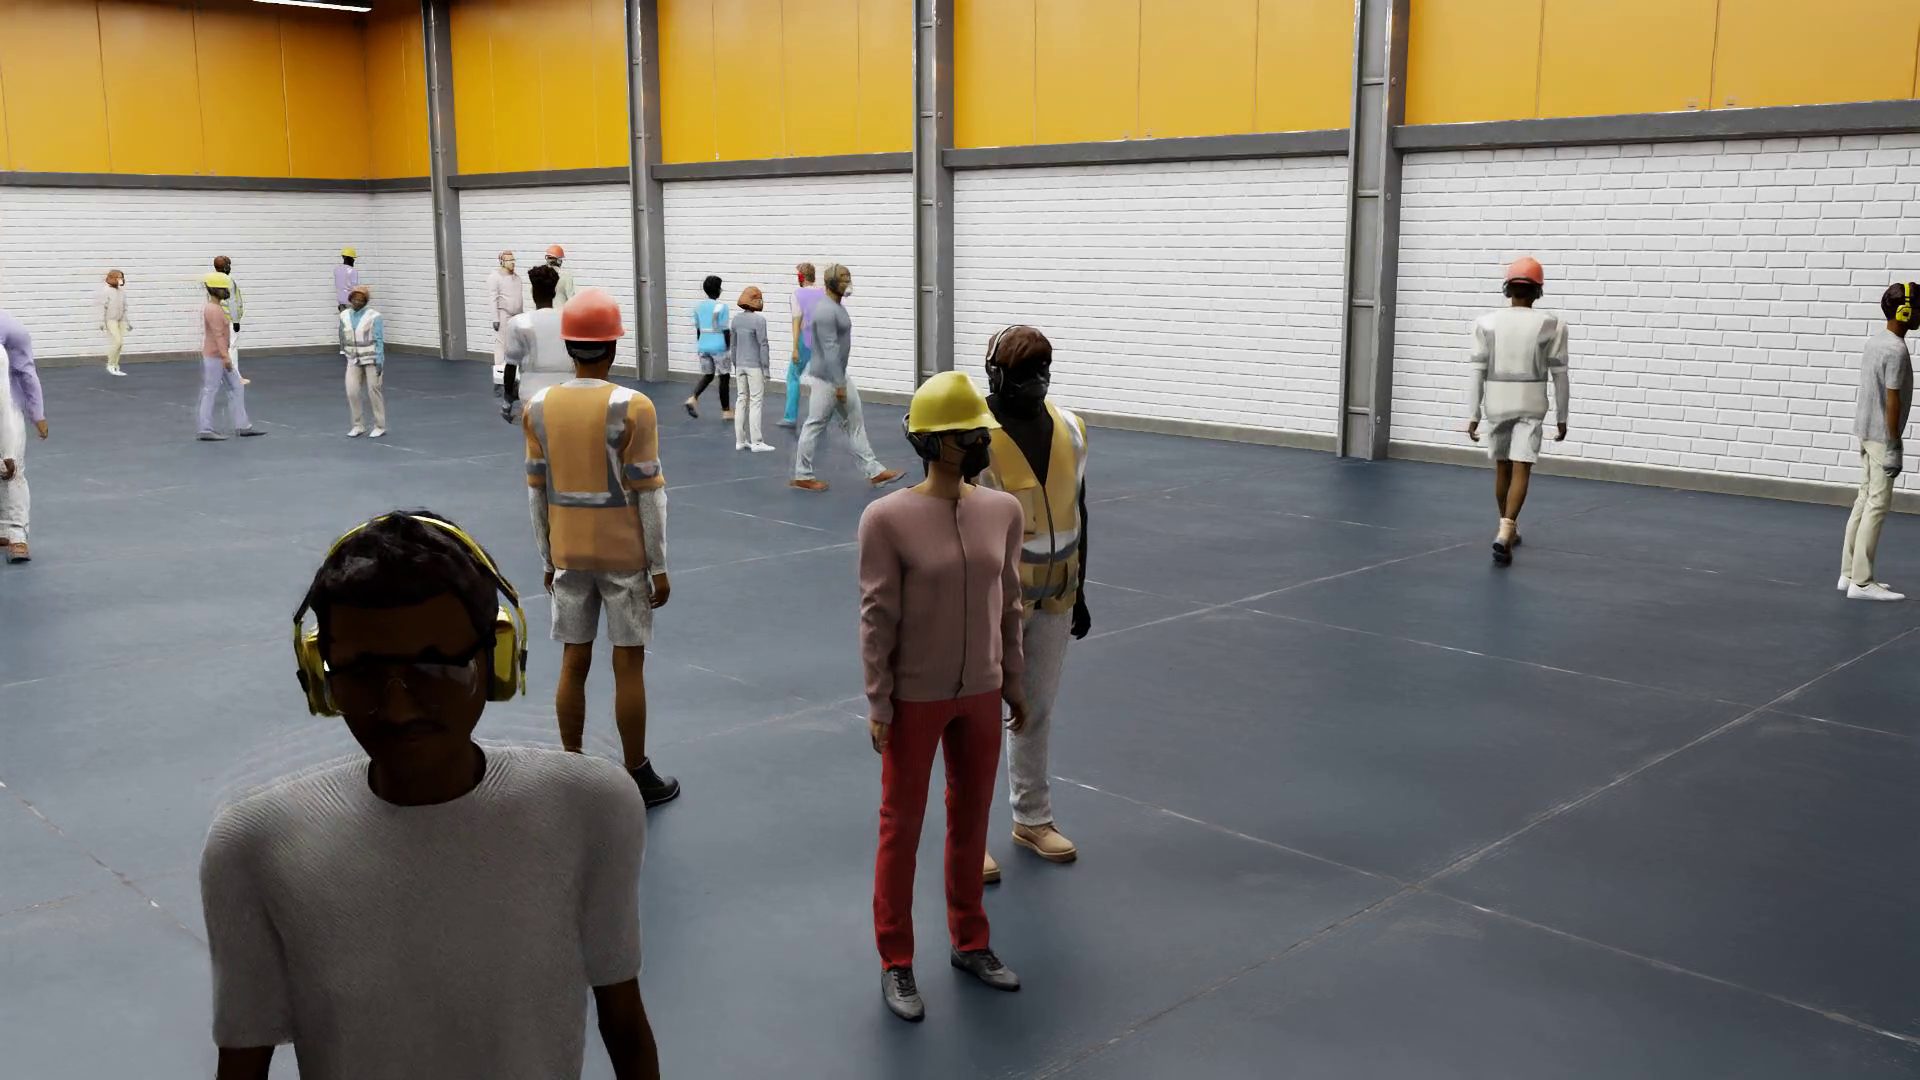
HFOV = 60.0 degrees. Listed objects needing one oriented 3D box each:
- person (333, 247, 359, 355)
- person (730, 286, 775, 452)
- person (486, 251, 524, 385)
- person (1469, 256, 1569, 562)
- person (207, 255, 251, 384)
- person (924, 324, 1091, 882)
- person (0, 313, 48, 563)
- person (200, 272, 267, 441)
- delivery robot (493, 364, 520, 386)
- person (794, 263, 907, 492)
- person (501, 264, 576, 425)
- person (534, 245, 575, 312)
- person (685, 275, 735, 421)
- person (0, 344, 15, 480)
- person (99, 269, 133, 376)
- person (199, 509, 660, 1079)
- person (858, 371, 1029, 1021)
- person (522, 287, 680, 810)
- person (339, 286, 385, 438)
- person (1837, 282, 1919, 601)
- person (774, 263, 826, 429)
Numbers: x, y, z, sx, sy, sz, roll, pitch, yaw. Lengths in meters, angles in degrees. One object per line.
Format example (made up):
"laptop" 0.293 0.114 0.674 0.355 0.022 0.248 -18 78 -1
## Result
"person" -10.878 -4.245 29.633 0.585 1.919 0.388 6 12 30
"person" -2.066 -1.693 16.490 0.507 1.631 0.276 9 14 41
"person" -6.434 -3.162 23.750 0.405 1.909 0.640 5 12 26
"person" 3.684 -0.871 11.017 0.623 2.005 1.021 5 12 27
"person" -10.484 -3.141 23.813 0.632 1.844 0.429 9 13 39
"person" 0.188 0.205 5.574 0.624 1.844 0.430 -7 12 -32
"person" -6.433 -0.809 10.984 0.667 1.902 0.683 0 10 2
"person" -7.611 -1.905 17.330 0.757 1.736 0.556 -3 11 -17
"delivery robot" -5.813 -2.184 21.850 0.707 0.478 0.477 9 14 40
"person" -0.942 -1.316 13.711 0.989 1.889 0.661 2 11 9
"person" -3.031 -1.040 12.171 0.604 1.919 1.022 -8 13 -36
"person" -5.709 -3.168 23.545 0.622 1.992 0.397 3 11 14
"person" -2.826 -2.189 19.047 0.546 1.686 0.608 8 13 38
"person" -5.670 -0.508 9.416 0.578 1.861 0.810 -6 12 -31
"person" -12.798 -3.284 25.195 0.405 1.612 0.531 2 11 13
"person" -0.566 0.884 1.892 0.582 1.842 0.772 -3 11 -15
"person" -0.037 0.421 4.595 0.522 1.771 0.303 -7 12 -32
"person" -1.321 0.049 6.147 0.545 1.943 0.347 3 11 17
"person" -6.245 -1.863 17.472 0.531 1.605 0.560 2 11 11
"person" 5.431 -0.576 9.780 0.316 1.866 0.523 2 11 13
"person" -1.744 -2.121 18.273 0.692 1.824 0.602 8 13 38
